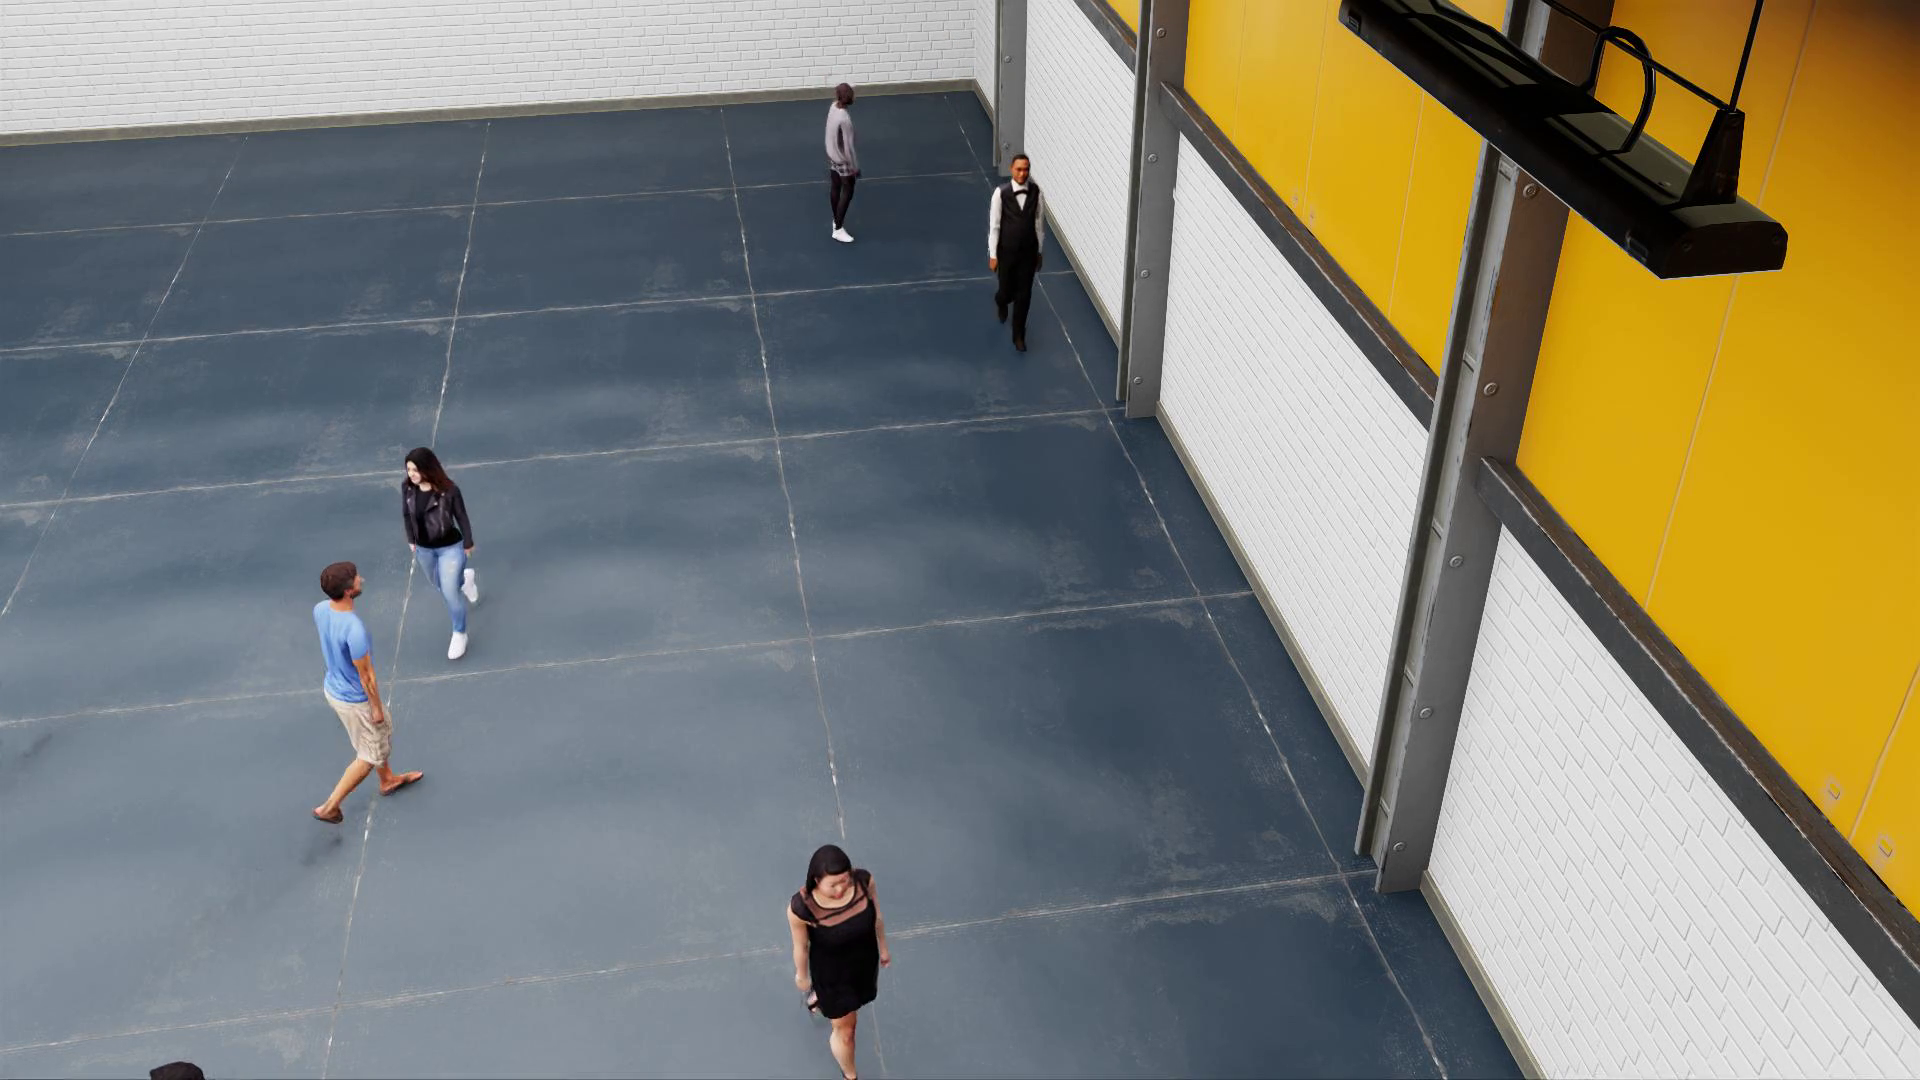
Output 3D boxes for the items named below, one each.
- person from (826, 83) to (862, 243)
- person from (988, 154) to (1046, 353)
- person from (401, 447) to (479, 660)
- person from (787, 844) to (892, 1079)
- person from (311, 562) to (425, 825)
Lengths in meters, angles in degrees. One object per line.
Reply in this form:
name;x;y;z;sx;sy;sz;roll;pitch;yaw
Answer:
person;-1.337;-4.166;18.119;0.897;1.747;0.629;-25;41;-33
person;0.533;-2.793;15.915;0.692;1.901;0.965;-6;34;-9
person;-3.705;0.011;11.958;0.869;1.612;1.080;5;34;8
person;-0.651;2.166;8.642;0.918;1.694;1.114;-20;39;-28
person;-3.812;0.991;10.282;1.077;1.835;1.061;26;41;33
